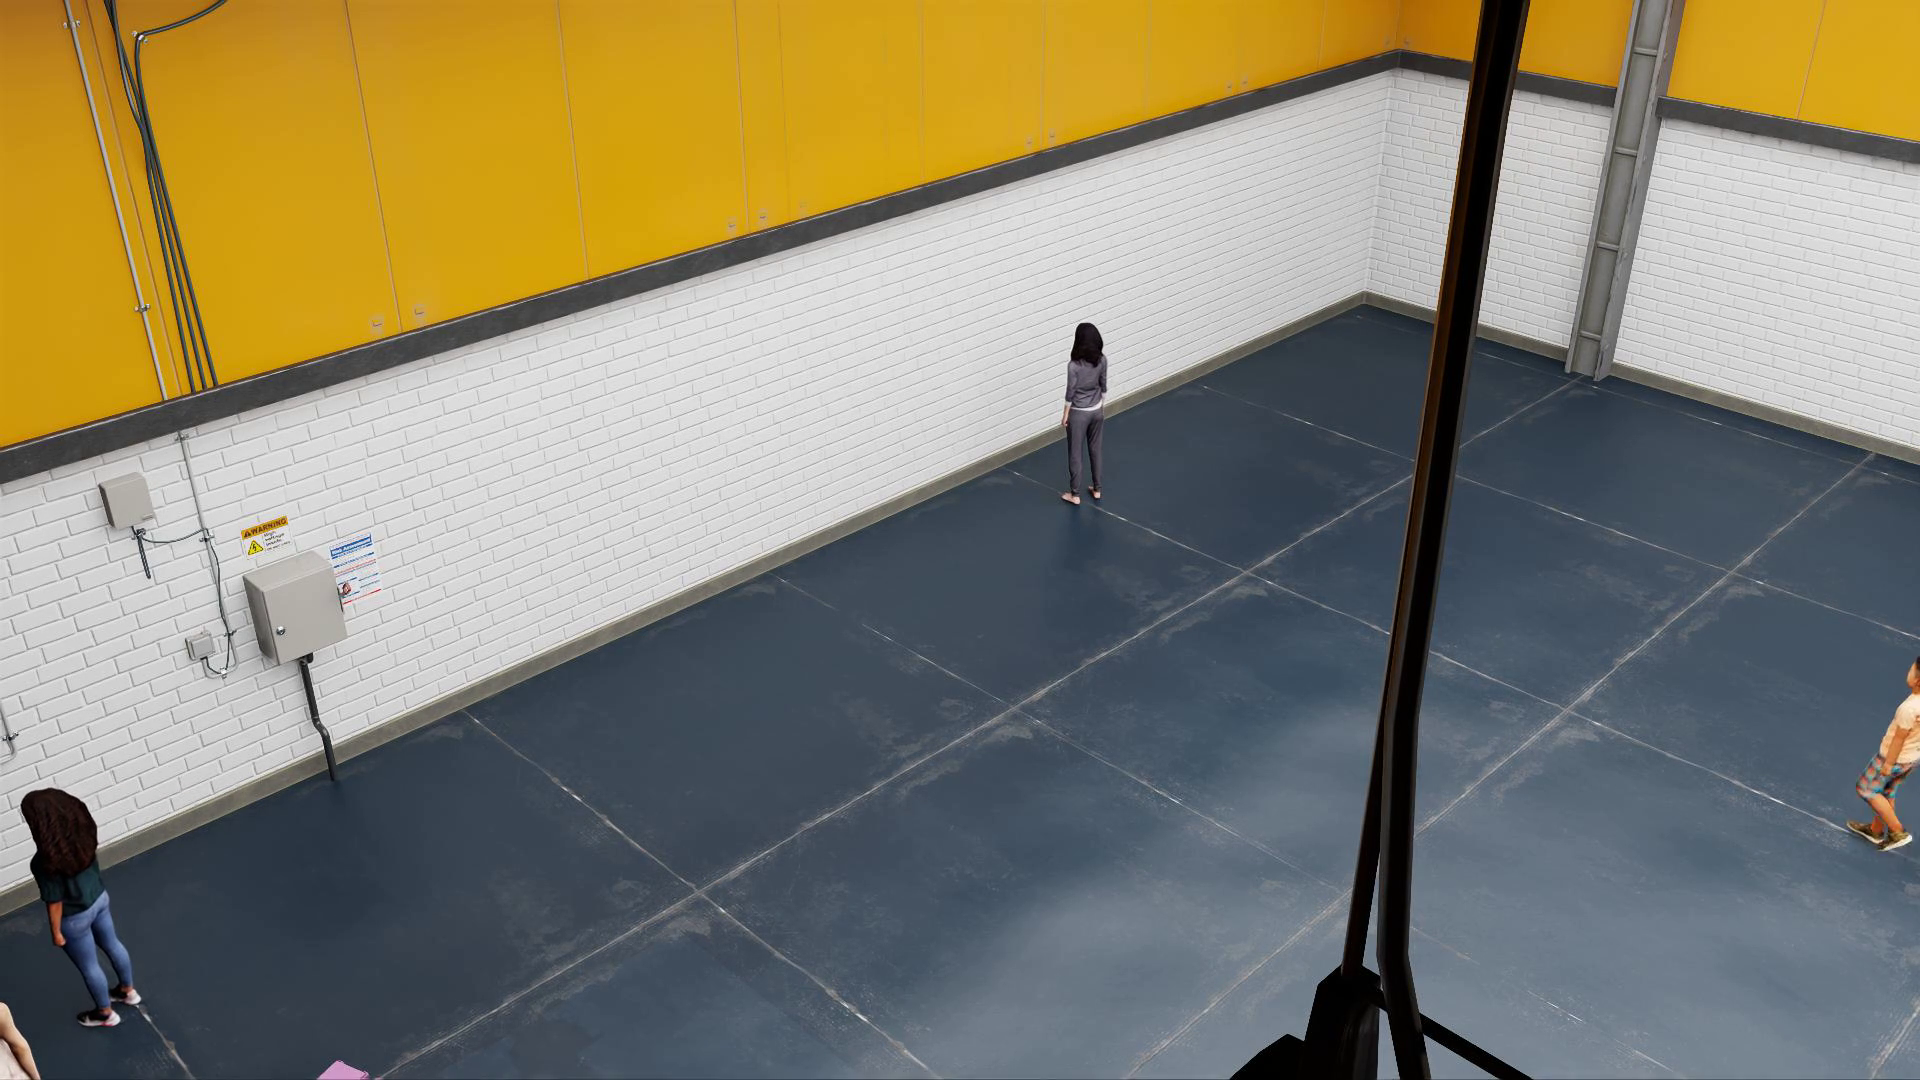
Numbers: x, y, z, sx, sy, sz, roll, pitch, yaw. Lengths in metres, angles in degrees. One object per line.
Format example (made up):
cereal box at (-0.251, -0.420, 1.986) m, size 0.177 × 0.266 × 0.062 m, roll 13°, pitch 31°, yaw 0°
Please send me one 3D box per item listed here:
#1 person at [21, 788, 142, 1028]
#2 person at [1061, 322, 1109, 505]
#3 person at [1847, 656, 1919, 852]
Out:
person at (-5.026, 2.090, 9.532) m, size 0.751 × 1.617 × 0.707 m, roll 4°, pitch 29°, yaw 8°
person at (1.159, -1.170, 15.353) m, size 0.657 × 1.765 × 0.623 m, roll -13°, pitch 31°, yaw -22°
person at (6.214, 1.441, 10.896) m, size 0.591 × 1.451 × 0.696 m, roll -19°, pitch 34°, yaw -31°
